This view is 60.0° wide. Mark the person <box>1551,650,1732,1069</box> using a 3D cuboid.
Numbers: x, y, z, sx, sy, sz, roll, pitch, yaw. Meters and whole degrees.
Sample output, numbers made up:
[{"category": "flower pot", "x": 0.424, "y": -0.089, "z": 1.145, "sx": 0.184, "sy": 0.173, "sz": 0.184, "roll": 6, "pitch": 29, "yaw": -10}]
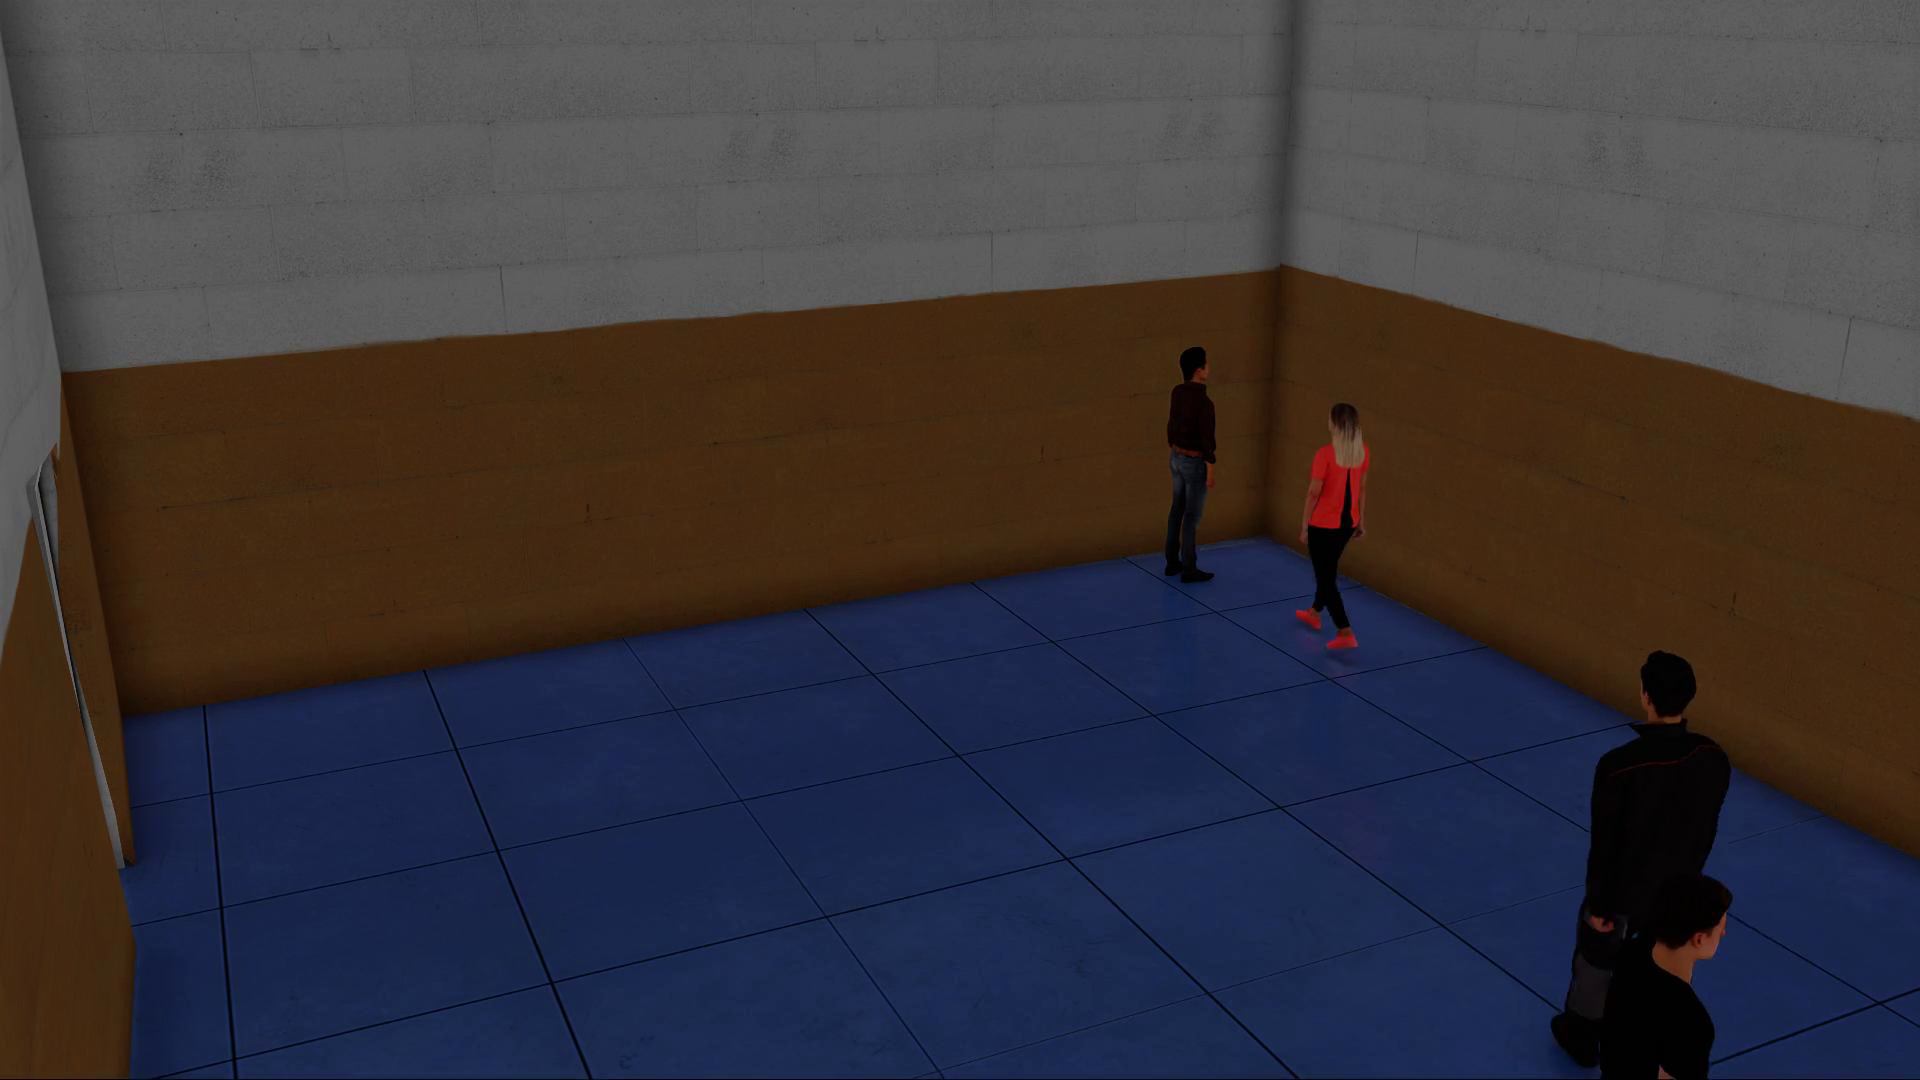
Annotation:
[{"category": "person", "x": 2.693, "y": 1.393, "z": 6.409, "sx": 1.251, "sy": 1.904, "sz": 1.034, "roll": -2, "pitch": 19, "yaw": -5}]

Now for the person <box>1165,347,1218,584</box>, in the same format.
[{"category": "person", "x": 1.710, "y": -0.566, "z": 12.412, "sx": 0.524, "sy": 1.781, "sz": 0.661, "roll": -10, "pitch": 21, "yaw": -27}]

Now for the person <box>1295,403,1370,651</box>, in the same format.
[{"category": "person", "x": 2.531, "y": -0.058, "z": 11.091, "sx": 0.982, "sy": 1.662, "sz": 0.682, "roll": -9, "pitch": 21, "yaw": -26}]

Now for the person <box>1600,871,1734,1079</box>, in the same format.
[{"category": "person", "x": 1.994, "y": 1.858, "z": 5.139, "sx": 1.211, "sy": 1.836, "sz": 0.959, "roll": -2, "pitch": 19, "yaw": -5}]
